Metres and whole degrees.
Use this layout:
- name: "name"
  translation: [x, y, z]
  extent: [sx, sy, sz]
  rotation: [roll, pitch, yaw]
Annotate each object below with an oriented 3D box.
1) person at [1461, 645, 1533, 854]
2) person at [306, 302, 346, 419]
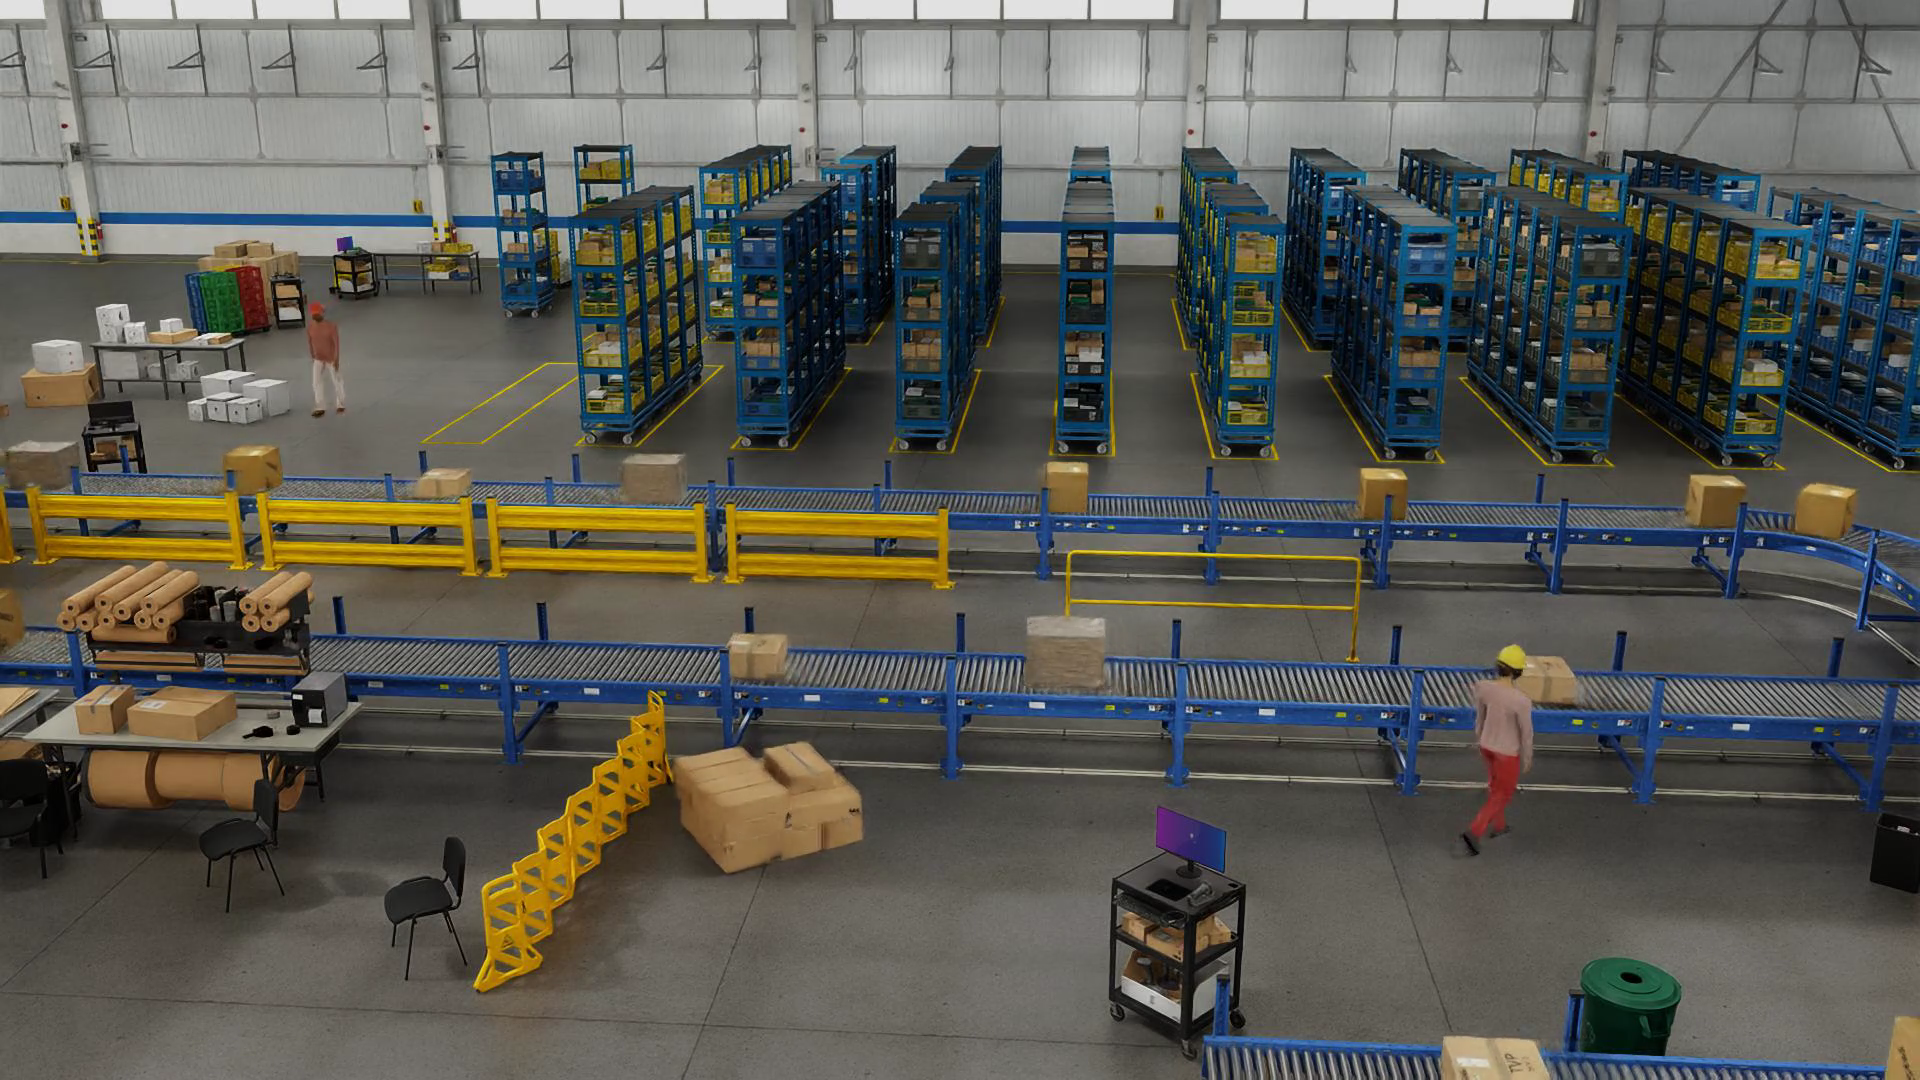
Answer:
- name: "person"
  translation: [4.336, 1.679, 13.392]
  extent: [0.736, 1.744, 0.537]
  rotation: [-11, 20, -31]
- name: "person"
  translation: [-10.694, -3.011, 27.917]
  extent: [0.634, 1.944, 0.877]
  rotation: [3, 18, 9]
